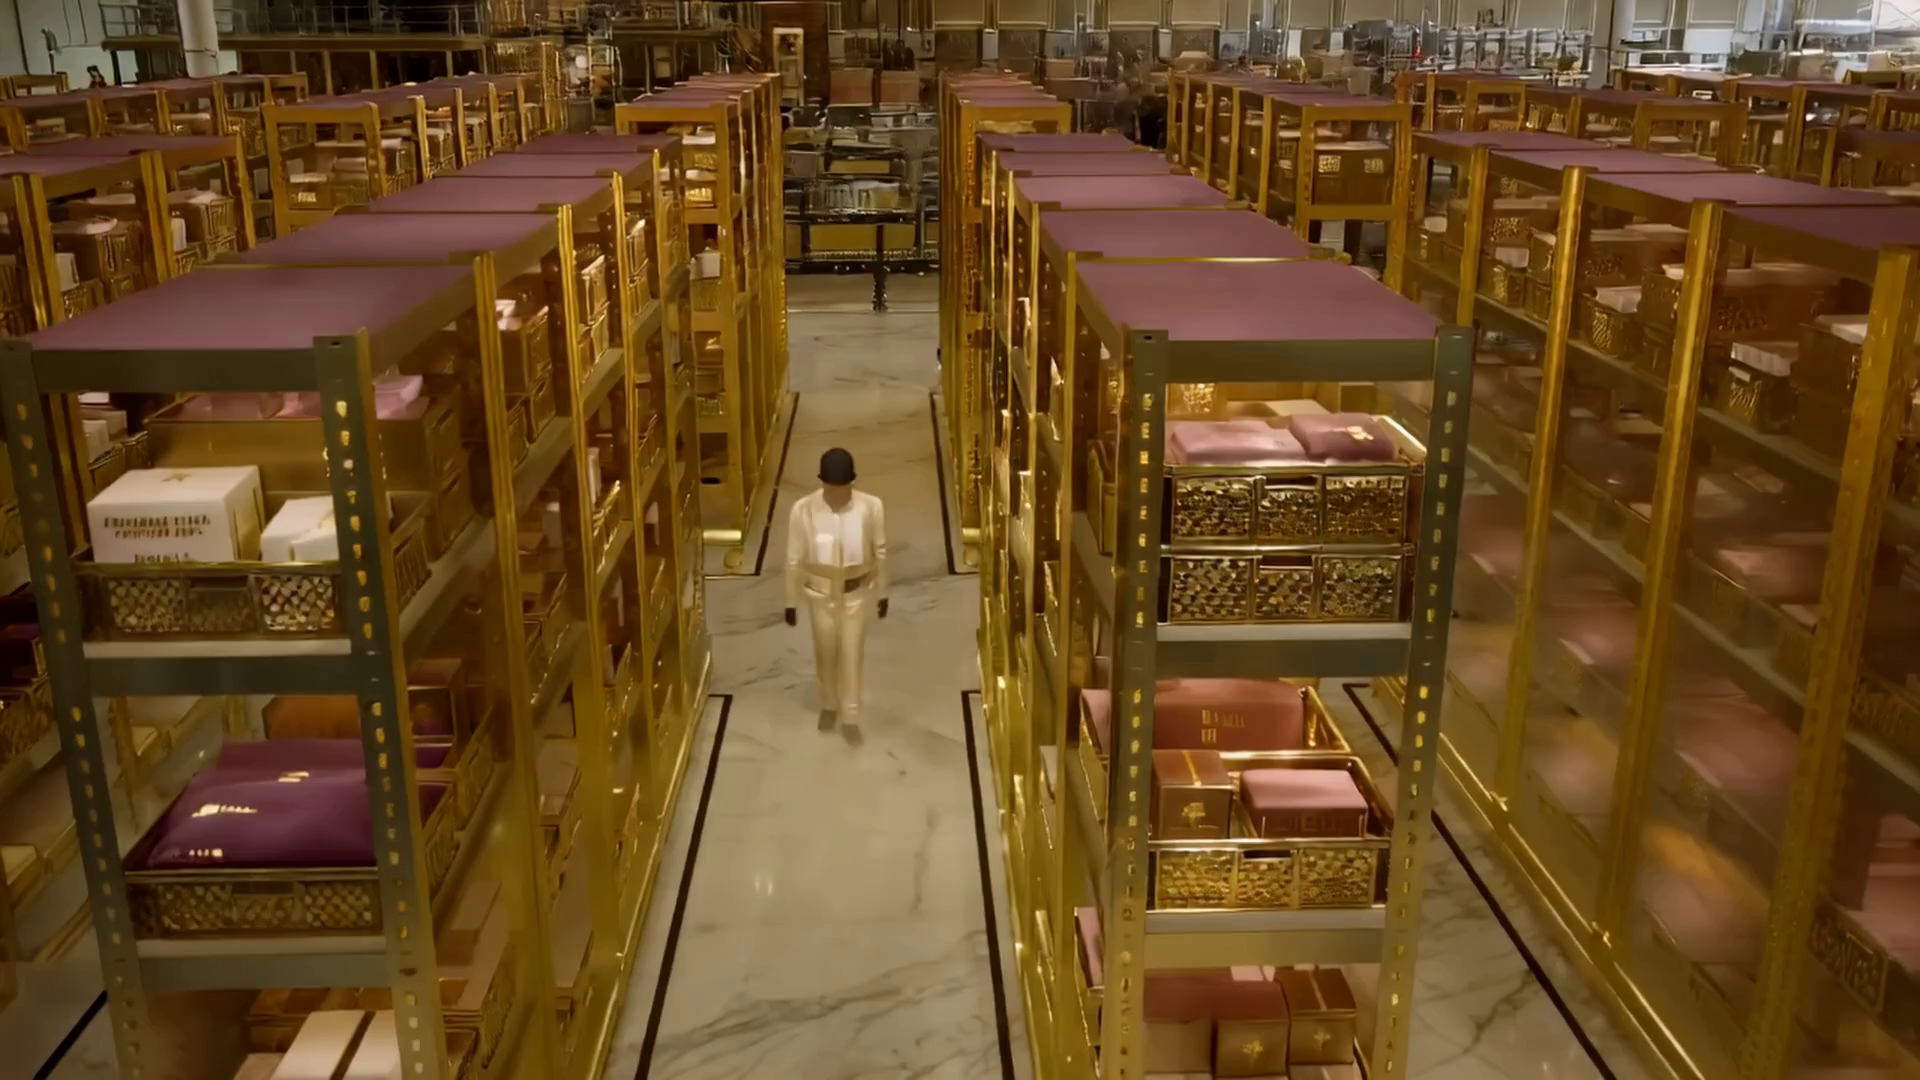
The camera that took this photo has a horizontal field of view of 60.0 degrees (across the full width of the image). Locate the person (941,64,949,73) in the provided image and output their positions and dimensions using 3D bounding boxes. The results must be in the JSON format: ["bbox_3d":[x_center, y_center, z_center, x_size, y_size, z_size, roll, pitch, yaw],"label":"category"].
[{"bbox_3d":[-0.638,-18.970,69.645,0.544,1.824,0.929,3,18,10],"label":"person"}]

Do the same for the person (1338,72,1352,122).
[{"bbox_3d":[14.224,-16.322,61.409,0.473,1.857,0.549,3,18,10],"label":"person"}]

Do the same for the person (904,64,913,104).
[{"bbox_3d":[-2.195,-19.143,70.158,0.345,1.847,0.506,9,20,26],"label":"person"}]

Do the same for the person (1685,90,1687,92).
[{"bbox_3d":[30.044,-18.683,68.716,0.644,1.854,0.423,5,18,14],"label":"person"}]

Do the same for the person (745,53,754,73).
[{"bbox_3d":[-10.862,-24.153,85.666,0.836,1.840,0.627,12,21,32],"label":"person"}]

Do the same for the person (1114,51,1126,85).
[{"bbox_3d":[8.680,-25.425,89.695,0.980,1.797,0.652,6,19,17],"label":"person"}]

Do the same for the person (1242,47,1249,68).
[{"bbox_3d":[16.253,-27.220,95.083,0.766,1.896,0.578,-6,19,-18],"label":"person"}]

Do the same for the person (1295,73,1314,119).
[{"bbox_3d":[12.358,-15.765,59.626,0.470,1.891,0.606,-15,23,-38],"label":"person"}]

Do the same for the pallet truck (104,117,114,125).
[{"bbox_3d":[-18.367,-7.885,35.078,1.885,1.965,0.823,1,18,2],"label":"pallet truck"}]

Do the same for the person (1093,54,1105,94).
[{"bbox_3d":[6.839,-22.806,81.391,0.755,1.910,0.557,-15,23,-38],"label":"person"}]

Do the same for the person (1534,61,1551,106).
[{"bbox_3d":[24.049,-18.848,68.934,0.692,2.000,0.840,0,18,0],"label":"person"}]

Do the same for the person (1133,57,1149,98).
[{"bbox_3d":[8.422,-21.723,78.095,1.039,1.887,0.642,2,18,5],"label":"person"}]

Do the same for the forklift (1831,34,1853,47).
[{"bbox_3d":[44.028,-23.961,83.412,1.129,2.768,1.873,-1,18,-2],"label":"forklift"}]

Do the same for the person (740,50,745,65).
[{"bbox_3d":[-11.277,-24.522,86.639,0.388,1.947,0.614,1,18,4],"label":"person"}]

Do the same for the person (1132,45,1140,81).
[{"bbox_3d":[10.070,-27.243,95.002,0.409,1.982,0.614,-6,19,-17],"label":"person"}]

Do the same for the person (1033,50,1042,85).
[{"bbox_3d":[4.172,-25.729,90.546,0.429,1.844,0.627,14,22,36],"label":"person"}]

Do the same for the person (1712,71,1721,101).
[{"bbox_3d":[30.886,-18.349,68.065,0.541,1.608,0.708,3,18,10],"label":"person"}]

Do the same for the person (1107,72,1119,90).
[{"bbox_3d":[5.399,-15.805,59.724,0.569,1.917,0.567,6,19,17],"label":"person"}]

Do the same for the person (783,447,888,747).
[{"bbox_3d":[-0.735,0.324,9.968,0.624,1.818,0.497,-3,18,-8],"label":"person"}]

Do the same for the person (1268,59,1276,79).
[{"bbox_3d":[15.071,-22.384,80.443,0.321,1.694,0.535,14,22,36],"label":"person"}]

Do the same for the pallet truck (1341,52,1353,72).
[{"bbox_3d":[18.794,-23.123,82.231,0.823,1.965,1.885,-13,22,-35],"label":"pallet truck"}]

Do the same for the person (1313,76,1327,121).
[{"bbox_3d":[12.798,-15.635,59.387,0.636,1.822,0.441,2,18,7],"label":"person"}]

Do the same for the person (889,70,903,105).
[{"bbox_3d":[-2.362,-16.376,61.488,0.587,1.914,0.391,12,22,34],"label":"person"}]

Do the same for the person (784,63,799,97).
[{"bbox_3d":[-6.928,-18.600,68.307,0.510,1.947,0.609,13,22,34],"label":"person"}]

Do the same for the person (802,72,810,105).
[{"bbox_3d":[-5.993,-17.221,64.363,0.461,1.748,0.543,1,18,3],"label":"person"}]

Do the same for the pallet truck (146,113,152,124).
[{"bbox_3d":[-18.087,-8.309,36.390,1.885,1.965,0.823,-1,18,-4],"label":"pallet truck"}]

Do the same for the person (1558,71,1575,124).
[{"bbox_3d":[21.968,-16.011,60.350,0.587,1.920,0.390,11,21,30],"label":"person"}]

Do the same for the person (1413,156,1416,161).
[{"bbox_3d":[12.465,-11.200,45.987,0.517,1.578,0.876,-2,18,-5],"label":"person"}]

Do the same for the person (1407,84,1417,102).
[{"bbox_3d":[15.573,-14.923,57.355,0.376,1.678,0.549,1,18,3],"label":"person"}]
